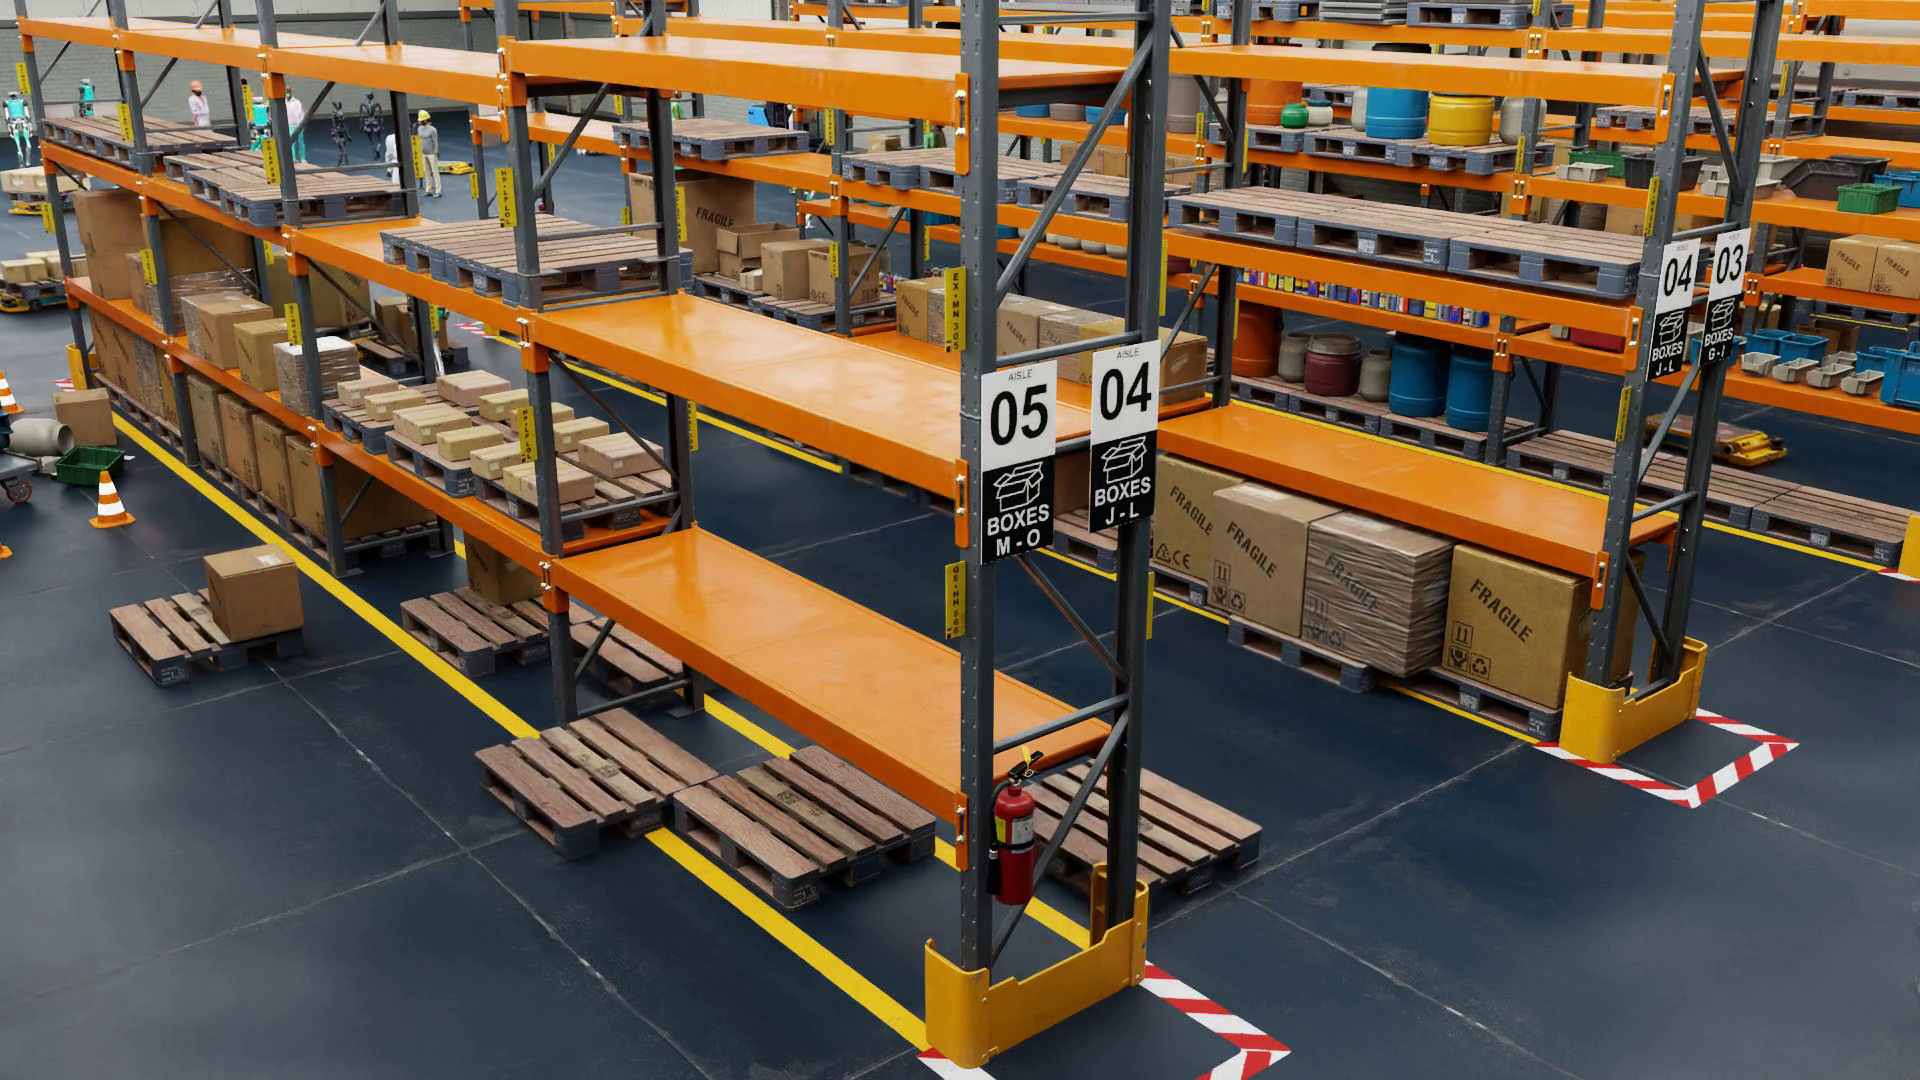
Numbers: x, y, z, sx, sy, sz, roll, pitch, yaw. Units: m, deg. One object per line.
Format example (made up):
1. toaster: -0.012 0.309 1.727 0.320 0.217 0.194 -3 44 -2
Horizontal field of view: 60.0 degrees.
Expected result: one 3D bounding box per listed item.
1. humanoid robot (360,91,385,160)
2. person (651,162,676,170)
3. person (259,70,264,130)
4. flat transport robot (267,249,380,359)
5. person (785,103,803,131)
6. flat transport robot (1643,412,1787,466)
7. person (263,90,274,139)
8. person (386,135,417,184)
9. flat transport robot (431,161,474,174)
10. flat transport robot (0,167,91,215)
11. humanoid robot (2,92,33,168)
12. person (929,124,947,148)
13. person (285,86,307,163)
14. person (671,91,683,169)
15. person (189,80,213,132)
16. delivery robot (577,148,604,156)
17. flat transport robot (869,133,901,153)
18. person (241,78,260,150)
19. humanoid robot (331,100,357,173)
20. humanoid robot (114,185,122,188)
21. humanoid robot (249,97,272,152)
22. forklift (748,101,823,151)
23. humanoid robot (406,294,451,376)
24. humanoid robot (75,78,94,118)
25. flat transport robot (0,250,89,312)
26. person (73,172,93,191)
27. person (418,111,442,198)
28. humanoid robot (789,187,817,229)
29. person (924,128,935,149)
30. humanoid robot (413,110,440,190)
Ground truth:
1. humanoid robot: -14.385 -10.124 40.639 0.585 1.645 0.476 -3 20 -10
2. person: -5.050 -6.037 28.580 0.382 1.957 0.601 7 20 19
3. person: -19.855 -12.746 47.823 0.762 1.844 0.523 -15 24 -37
4. flat transport robot: -7.962 -2.473 20.974 1.431 0.231 0.659 10 22 27
5. person: -3.604 -8.745 36.396 0.381 1.890 0.557 -6 20 -16
6. flat transport robot: 7.547 -1.042 16.901 0.659 0.231 1.431 -13 23 -33
7. person: -18.546 -11.574 44.718 0.317 1.695 0.539 -11 22 -28
8. person: -10.549 -7.000 31.451 0.612 1.872 0.418 0 19 0
9. flat transport robot: -12.022 -8.610 38.440 1.431 0.231 0.659 4 20 11
10. flat transport robot: -17.832 -6.568 32.630 0.659 0.231 1.431 7 20 18
11. humanoid robot: -22.010 -9.555 38.948 0.544 1.768 0.911 -10 22 -27
12. person: -0.395 -7.746 33.737 0.513 1.748 0.558 7 20 18
13. person: -15.807 -9.812 39.448 0.485 1.873 0.987 -5 20 -13
14. person: -6.475 -9.401 38.120 0.405 1.978 0.483 -5 20 -15
15. person: -17.975 -9.884 39.450 0.789 2.003 0.621 3 20 8
16. delivery robot: -9.318 -9.937 41.781 0.527 0.592 0.764 -12 23 -31
17. flat transport robot: -1.701 -8.309 37.582 1.431 0.231 0.659 14 24 35
18. person: -18.063 -10.781 42.249 0.797 1.842 0.419 7 21 20
19. humanoid robot: -14.203 -9.286 38.277 0.679 1.634 0.600 3 20 7
20. humanoid robot: -11.959 -4.410 24.304 0.798 1.795 0.530 11 22 29
21. humanoid robot: -16.117 -9.194 38.001 0.850 1.842 0.559 13 23 32
22. forklift: -4.526 -11.368 42.374 1.129 2.768 1.873 -15 24 -37
23. humanoid robot: -6.339 -2.821 19.758 0.553 1.766 0.910 -11 22 -28
24. humanoid robot: -22.940 -11.138 43.424 0.820 1.786 0.601 3 20 8
25. flat transport robot: -13.080 -3.493 23.878 0.659 0.231 1.431 16 25 38
26. person: -15.846 -6.513 30.029 0.399 1.891 0.524 -9 21 -24
27. person: -10.993 -7.971 34.368 0.522 1.766 0.313 10 21 25
28. humanoid robot: -2.767 -6.320 29.731 0.910 1.771 0.544 -17 25 -39
29. person: -0.674 -7.522 33.143 0.476 1.733 0.316 15 24 36
30. humanoid robot: -11.432 -8.348 35.549 0.315 1.657 0.599 13 23 32
